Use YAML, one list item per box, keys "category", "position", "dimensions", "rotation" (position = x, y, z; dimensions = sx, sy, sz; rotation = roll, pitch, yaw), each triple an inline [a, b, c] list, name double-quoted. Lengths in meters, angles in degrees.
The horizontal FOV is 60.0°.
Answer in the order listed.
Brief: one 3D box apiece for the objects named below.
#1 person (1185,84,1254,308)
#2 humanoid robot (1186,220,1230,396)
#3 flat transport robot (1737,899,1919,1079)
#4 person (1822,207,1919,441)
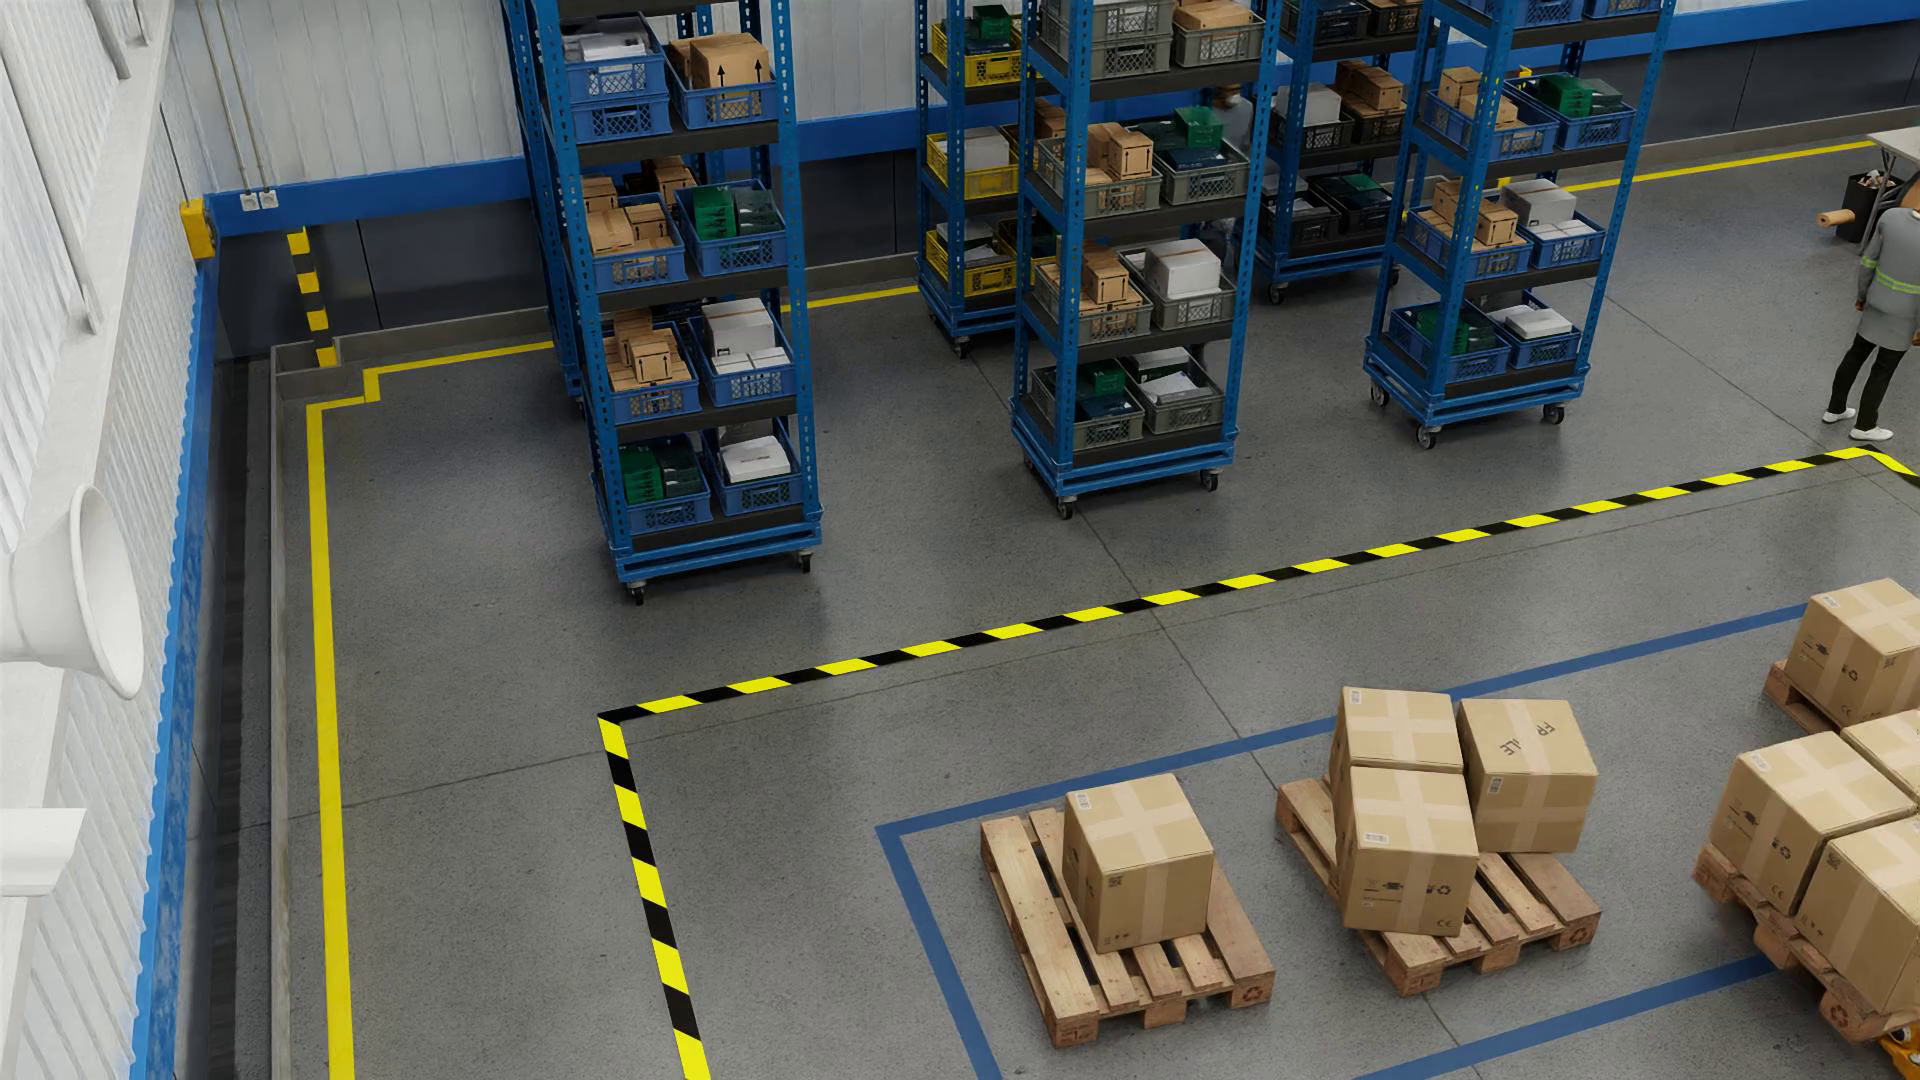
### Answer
- category: "person"
  position: [1.869, -2.580, 12.279]
  dimensions: [0.628, 1.931, 0.377]
  rotation: [-21, 40, -26]
- category: "humanoid robot"
  position: [1.613, -1.535, 11.025]
  dimensions: [0.362, 1.655, 0.589]
  rotation: [15, 38, 20]
- category: "flat transport robot"
  position: [4.101, 1.804, 7.473]
  dimensions: [0.652, 0.197, 1.431]
  rotation: [-11, 37, -15]
- category: "person"
  position: [6.109, -1.520, 10.838]
  dimensions: [0.385, 1.849, 0.596]
  rotation: [-12, 37, -16]
